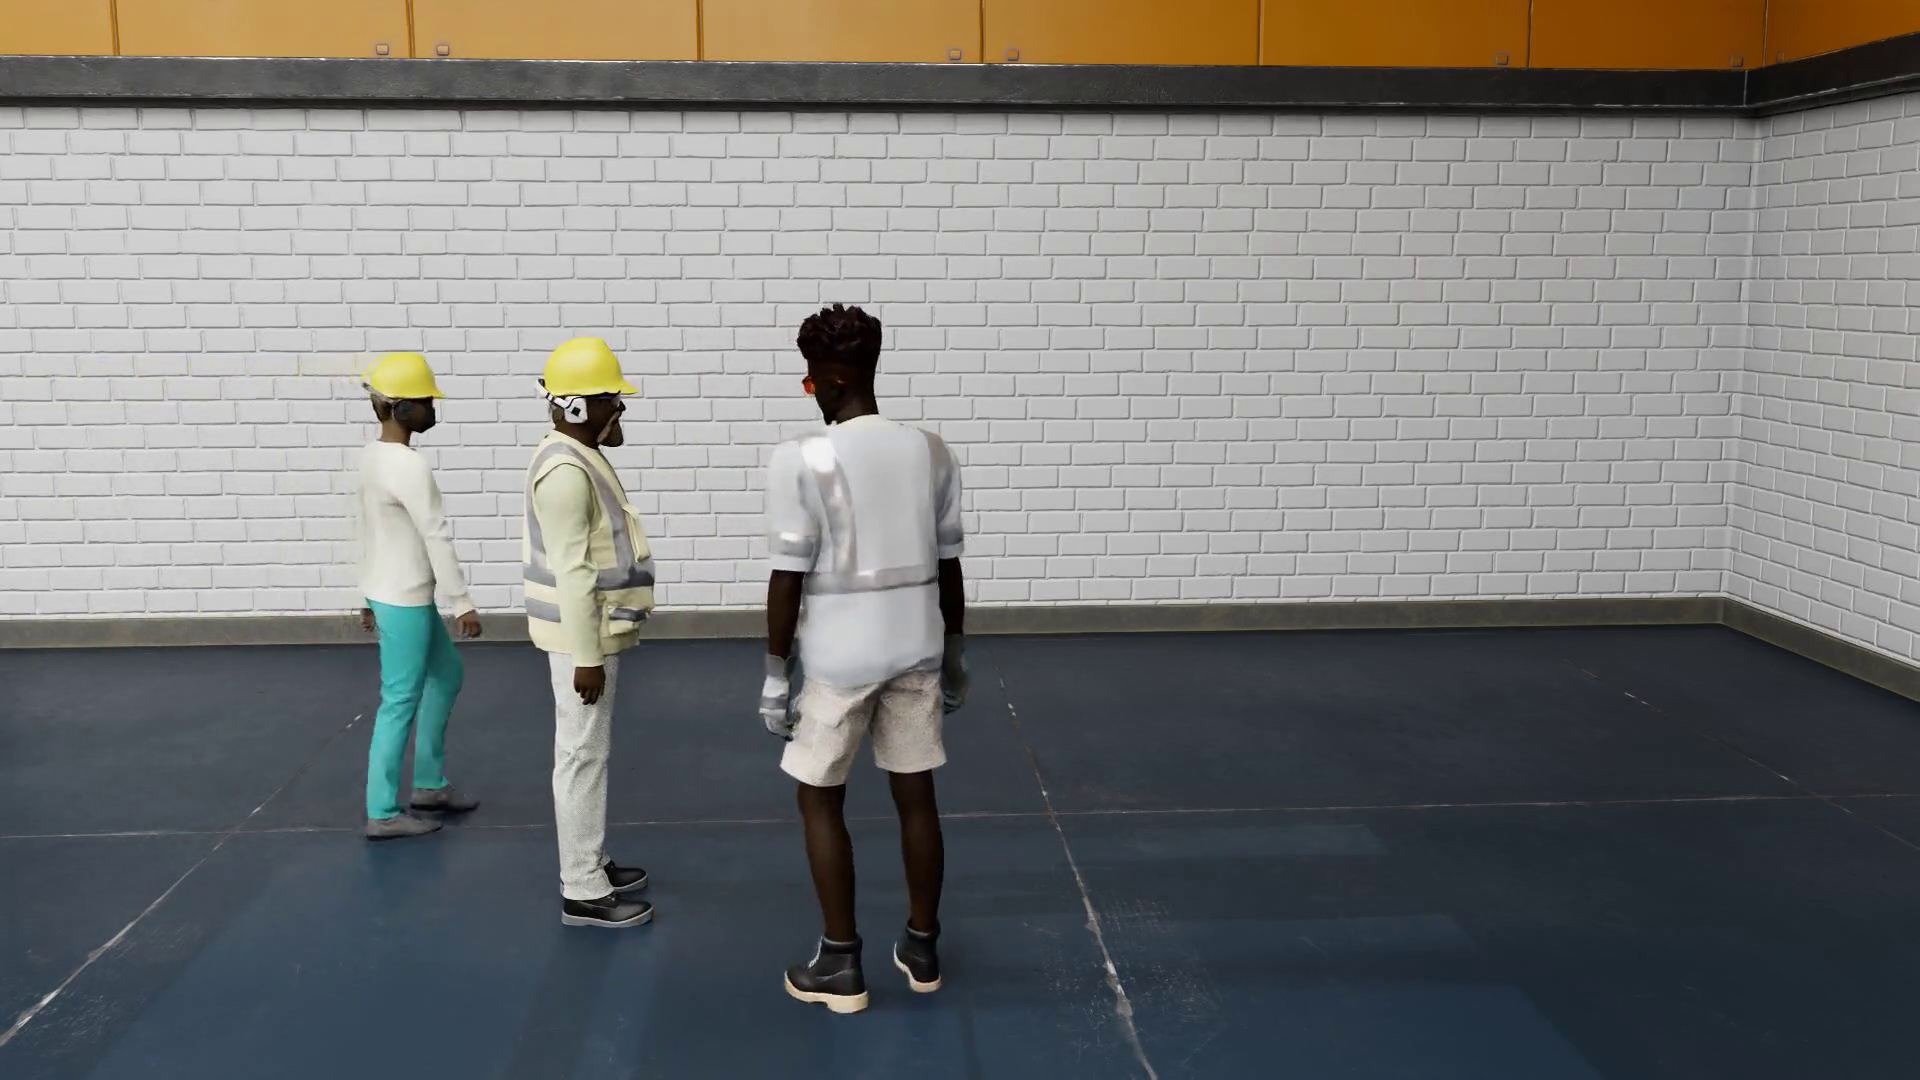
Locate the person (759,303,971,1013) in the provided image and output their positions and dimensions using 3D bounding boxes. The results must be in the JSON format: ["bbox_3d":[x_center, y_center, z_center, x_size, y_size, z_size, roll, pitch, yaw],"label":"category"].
[{"bbox_3d":[-0.269,0.322,4.664,0.646,1.947,0.431,-7,11,-36],"label":"person"}]

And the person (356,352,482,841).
[{"bbox_3d":[-1.914,0.206,5.976,0.588,1.749,0.533,-5,10,-30],"label":"person"}]

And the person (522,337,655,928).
[{"bbox_3d":[-1.156,0.284,5.223,0.404,1.831,0.600,-2,9,-12],"label":"person"}]
